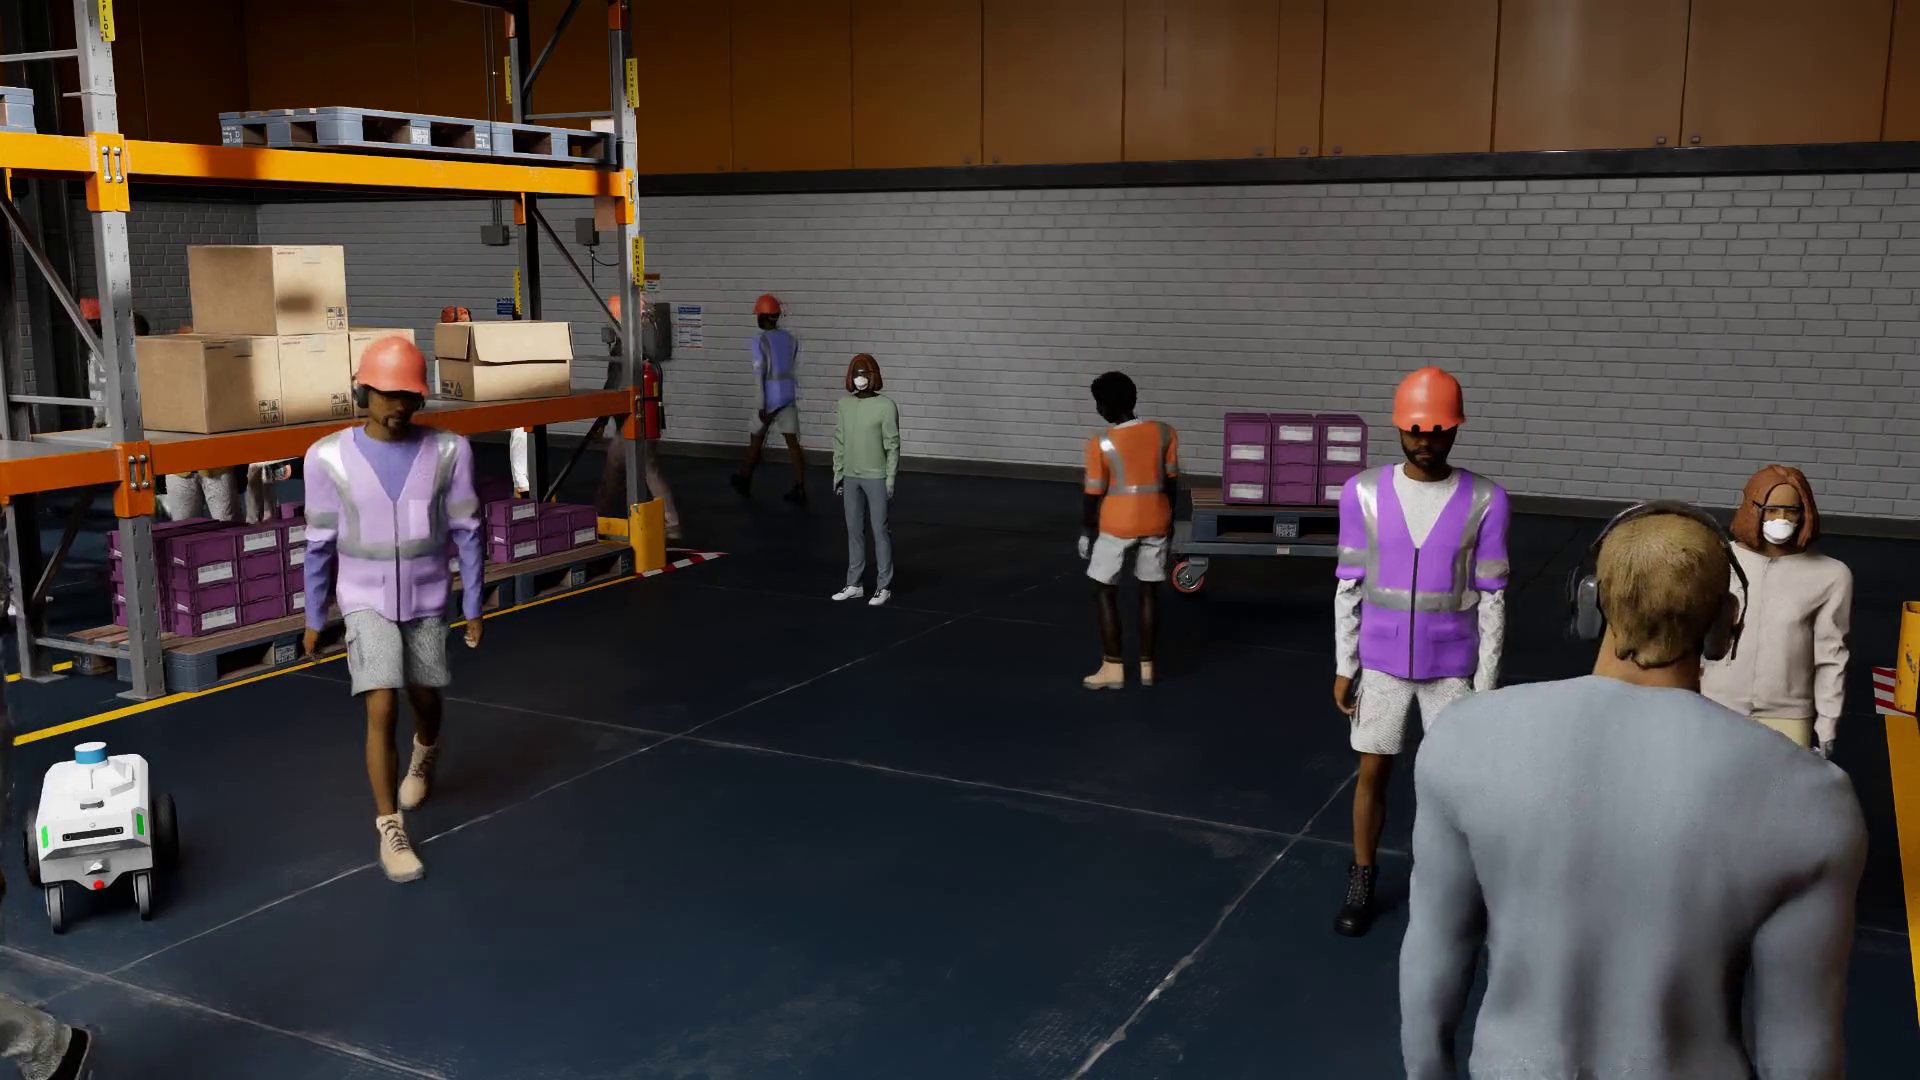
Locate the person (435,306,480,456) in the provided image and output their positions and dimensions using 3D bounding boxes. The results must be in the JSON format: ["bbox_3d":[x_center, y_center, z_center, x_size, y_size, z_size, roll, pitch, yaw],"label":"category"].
[{"bbox_3d":[-3.744,-0.804,12.485,0.346,1.882,0.584,-4,11,-24],"label":"person"}]

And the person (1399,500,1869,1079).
[{"bbox_3d":[0.970,0.899,2.515,0.641,1.926,0.668,5,11,25],"label":"person"}]

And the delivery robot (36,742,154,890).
[{"bbox_3d":[-3.044,0.957,5.862,0.477,0.478,0.707,-5,11,-25],"label":"delivery robot"}]

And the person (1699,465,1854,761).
[{"bbox_3d":[2.539,0.567,5.307,0.499,1.628,0.271,4,11,22],"label":"person"}]

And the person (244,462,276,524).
[{"bbox_3d":[-5.398,-0.855,12.589,0.749,1.938,0.772,4,10,20],"label":"person"}]

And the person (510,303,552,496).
[{"bbox_3d":[-4.059,-1.328,15.644,0.429,1.844,0.627,2,10,11],"label":"person"}]

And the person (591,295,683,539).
[{"bbox_3d":[-2.690,-0.961,13.228,1.016,1.941,0.626,0,10,2],"label":"person"}]

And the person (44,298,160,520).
[{"bbox_3d":[-7.296,-1.079,14.034,0.948,1.891,0.569,-8,12,-37],"label":"person"}]

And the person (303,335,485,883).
[{"bbox_3d":[-2.165,0.206,6.351,0.657,1.999,0.958,-4,11,-24],"label":"person"}]

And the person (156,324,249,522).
[{"bbox_3d":[-4.854,-0.456,10.638,0.621,1.835,0.430,-1,10,-3],"label":"person"}]

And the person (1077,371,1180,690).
[{"bbox_3d":[0.904,-0.039,8.680,0.587,1.682,0.397,-4,11,-21],"label":"person"}]

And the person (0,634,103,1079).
[{"bbox_3d":[-2.494,0.684,4.047,0.615,1.820,0.466,8,12,38],"label":"person"}]

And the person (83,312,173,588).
[{"bbox_3d":[-5.629,-0.620,11.431,0.657,1.883,1.026,6,12,32],"label":"person"}]

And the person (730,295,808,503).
[{"bbox_3d":[-1.758,-1.305,15.355,0.555,1.886,1.014,-9,13,-41],"label":"person"}]

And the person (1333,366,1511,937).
[{"bbox_3d":[1.487,0.395,5.434,0.547,1.926,0.412,4,11,21],"label":"person"}]

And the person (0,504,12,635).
[{"bbox_3d":[-5.918,-0.326,9.863,0.591,1.834,0.404,0,10,2],"label":"person"}]

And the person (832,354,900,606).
[{"bbox_3d":[-0.620,-0.395,10.828,0.507,1.635,0.273,7,12,34],"label":"person"}]

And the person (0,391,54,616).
[{"bbox_3d":[-6.080,-0.484,10.569,0.409,1.909,0.639,-1,10,-6],"label":"person"}]
